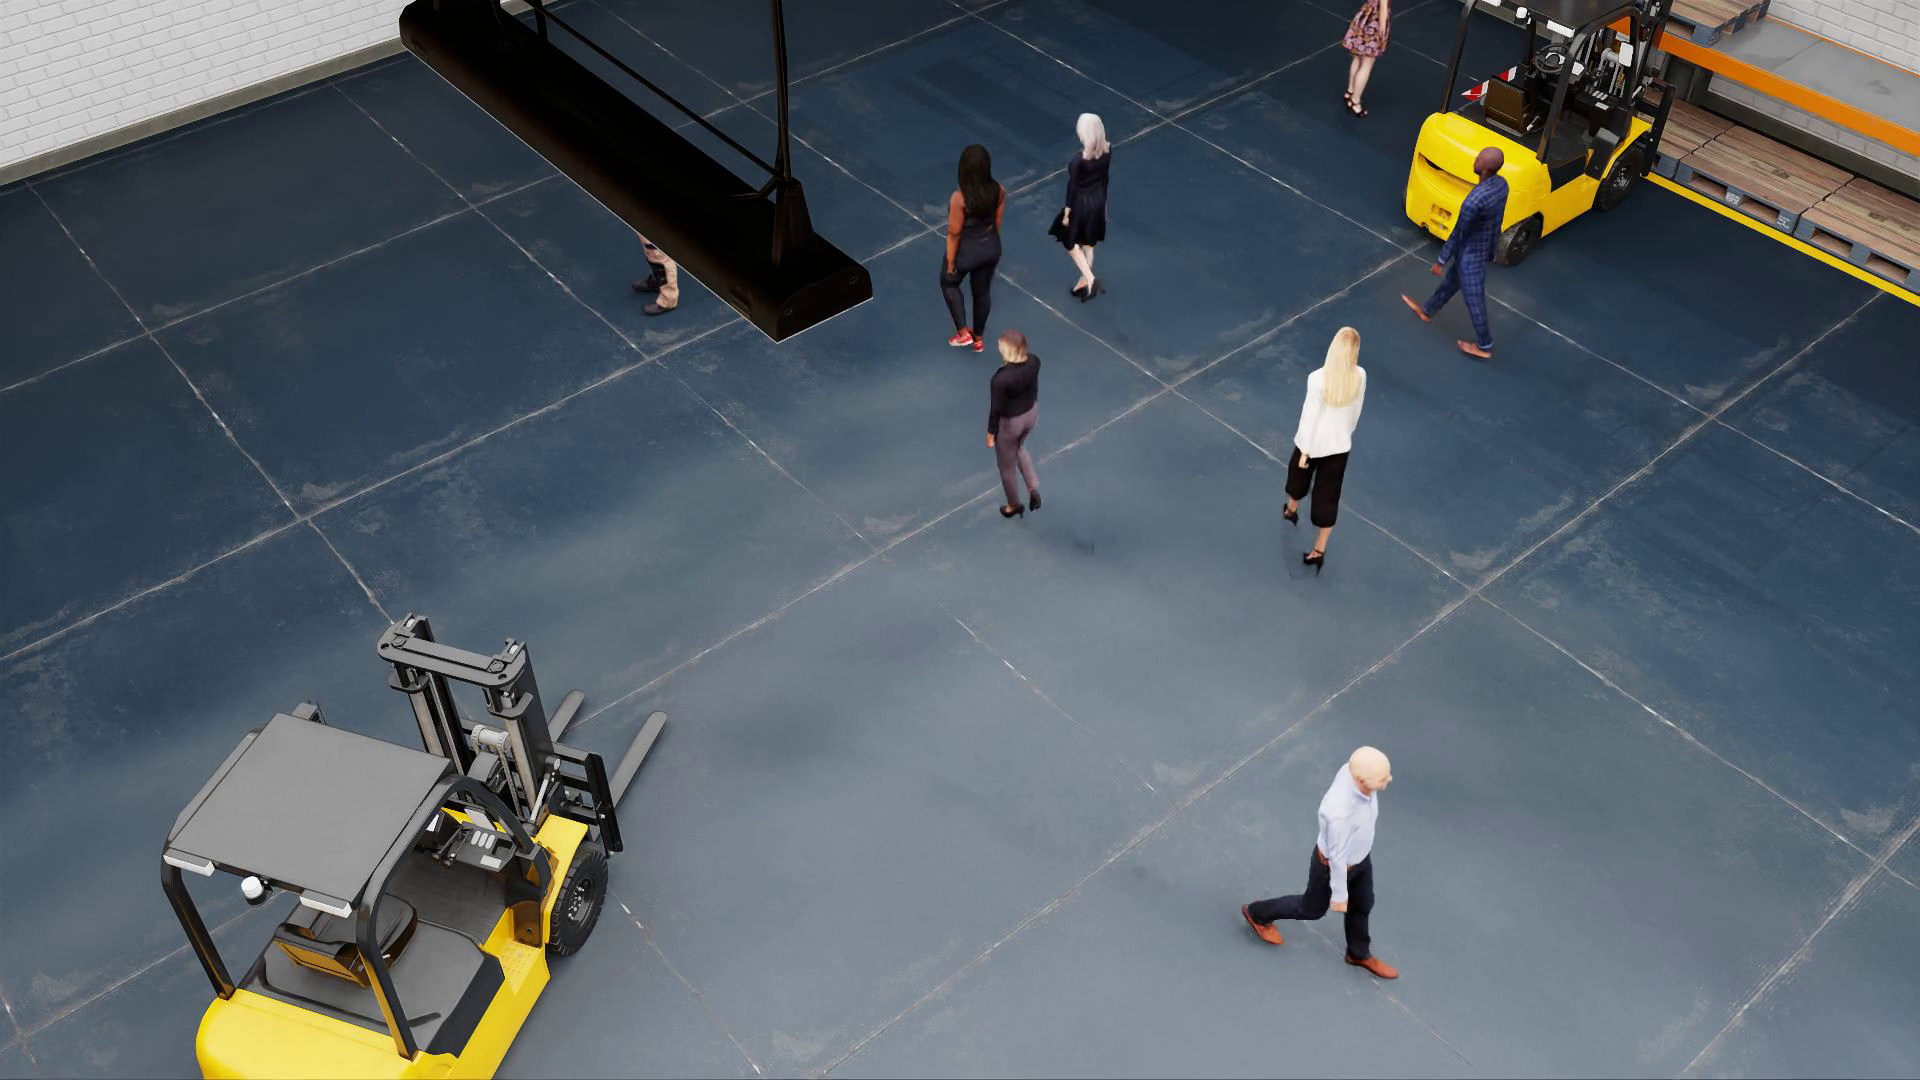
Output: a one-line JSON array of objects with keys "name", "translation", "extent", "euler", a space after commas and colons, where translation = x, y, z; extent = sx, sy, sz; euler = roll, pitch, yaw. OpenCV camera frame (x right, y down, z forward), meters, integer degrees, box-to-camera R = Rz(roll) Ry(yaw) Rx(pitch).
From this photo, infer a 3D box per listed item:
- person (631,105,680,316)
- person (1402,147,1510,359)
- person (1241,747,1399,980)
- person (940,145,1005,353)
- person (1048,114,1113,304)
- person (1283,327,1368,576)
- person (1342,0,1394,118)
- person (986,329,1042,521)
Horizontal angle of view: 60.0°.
[{"name": "person", "translation": [-2.540, -2.717, 13.567], "extent": [0.871, 1.847, 0.785], "euler": [-13, 45, -13]}, {"name": "person", "translation": [4.132, -2.222, 13.109], "extent": [1.190, 1.763, 0.808], "euler": [30, 51, 28]}, {"name": "person", "translation": [1.972, 1.727, 8.963], "extent": [1.213, 1.764, 0.853], "euler": [26, 49, 25]}, {"name": "person", "translation": [0.160, -2.225, 13.086], "extent": [0.749, 1.798, 0.776], "euler": [-20, 47, -20]}, {"name": "person", "translation": [1.080, -2.647, 13.573], "extent": [0.618, 1.738, 0.735], "euler": [-30, 51, -28]}, {"name": "person", "translation": [2.491, -0.556, 11.326], "extent": [0.901, 1.811, 1.062], "euler": [-10, 45, -11]}, {"name": "person", "translation": [3.968, -4.915, 15.930], "extent": [0.865, 1.770, 0.792], "euler": [-3, 44, -3]}, {"name": "person", "translation": [0.448, -0.754, 11.643], "extent": [0.685, 1.659, 0.650], "euler": [32, 52, 29]}]
